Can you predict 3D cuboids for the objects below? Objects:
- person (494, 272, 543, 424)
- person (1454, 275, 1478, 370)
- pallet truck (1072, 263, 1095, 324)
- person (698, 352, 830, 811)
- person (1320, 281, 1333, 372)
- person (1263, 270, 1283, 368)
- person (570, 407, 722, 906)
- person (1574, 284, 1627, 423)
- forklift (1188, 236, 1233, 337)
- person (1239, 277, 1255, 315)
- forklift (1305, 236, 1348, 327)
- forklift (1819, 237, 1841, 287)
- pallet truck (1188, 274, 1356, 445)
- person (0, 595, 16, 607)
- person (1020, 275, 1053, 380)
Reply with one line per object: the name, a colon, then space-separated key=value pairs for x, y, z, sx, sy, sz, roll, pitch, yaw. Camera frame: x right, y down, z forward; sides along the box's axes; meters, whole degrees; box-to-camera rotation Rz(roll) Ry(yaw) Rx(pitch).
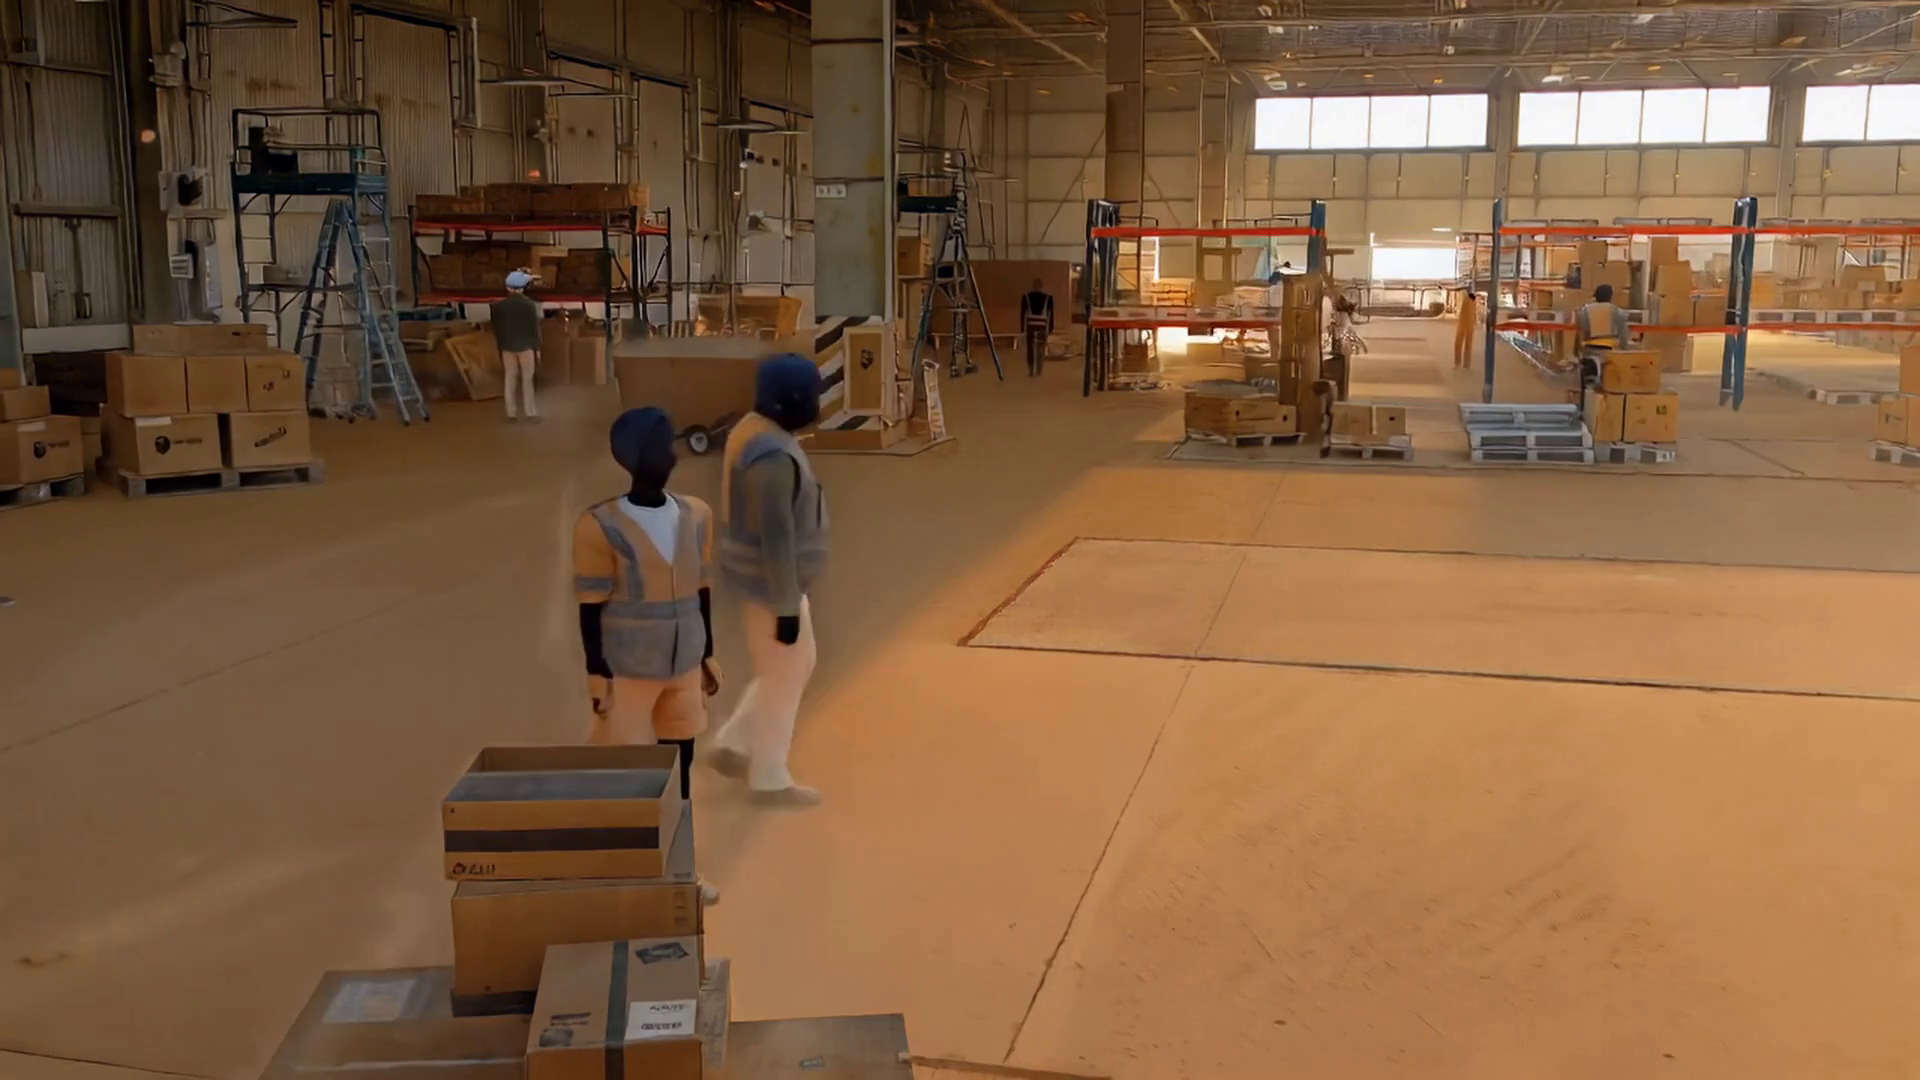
person: x=-5.789 y=-2.512 z=21.821 sx=0.608 sy=1.987 sz=0.388 roll=2 pitch=10 yaw=12
person: x=9.874 y=-4.241 z=32.420 sx=0.507 sy=1.846 sz=0.345 roll=-4 pitch=11 yaw=-23
pallet truck: x=4.325 y=-8.180 z=55.162 sx=0.823 sy=1.965 sz=1.885 roll=6 pitch=11 yaw=31
person: x=-0.716 y=0.187 z=6.420 sx=0.430 sy=1.821 sz=0.649 roll=-2 pitch=10 yaw=-13
person: x=6.884 y=-4.054 z=31.648 sx=0.490 sy=1.736 sz=0.325 roll=-4 pitch=10 yaw=-21
person: x=6.256 y=-4.369 z=32.912 sx=0.628 sy=1.935 sz=0.373 roll=-8 pitch=13 yaw=-40
person: x=-1.014 y=0.412 z=5.461 sx=0.539 sy=1.696 sz=0.317 roll=-9 pitch=13 yaw=-44
person: x=8.210 y=-2.359 z=21.359 sx=0.633 sy=1.837 sz=0.429 roll=4 pitch=10 yaw=20
forklift: x=6.974 y=-7.012 z=45.692 sx=1.129 sy=2.768 sz=1.873 roll=-1 pitch=10 yaw=-3
person: x=8.539 y=-7.047 z=49.670 sx=0.532 sy=1.592 sz=0.856 roll=3 pitch=10 yaw=15
forklift: x=10.940 y=-7.972 z=51.344 sx=1.873 sy=2.768 sz=1.129 roll=-2 pitch=10 yaw=-14
forklift: x=27.376 y=-8.173 z=52.523 sx=1.873 sy=2.768 sz=1.129 roll=2 pitch=10 yaw=14
pallet truck: x=3.653 y=-2.138 z=19.590 sx=1.885 sy=1.965 sz=0.823 roll=-4 pitch=10 yaw=-20
person: x=-6.182 y=-0.368 z=9.954 sx=0.529 sy=1.731 sz=0.859 roll=2 pitch=10 yaw=12
person: x=1.352 y=-3.736 z=29.366 sx=0.593 sy=1.868 sz=0.643 roll=1 pitch=10 yaw=6
